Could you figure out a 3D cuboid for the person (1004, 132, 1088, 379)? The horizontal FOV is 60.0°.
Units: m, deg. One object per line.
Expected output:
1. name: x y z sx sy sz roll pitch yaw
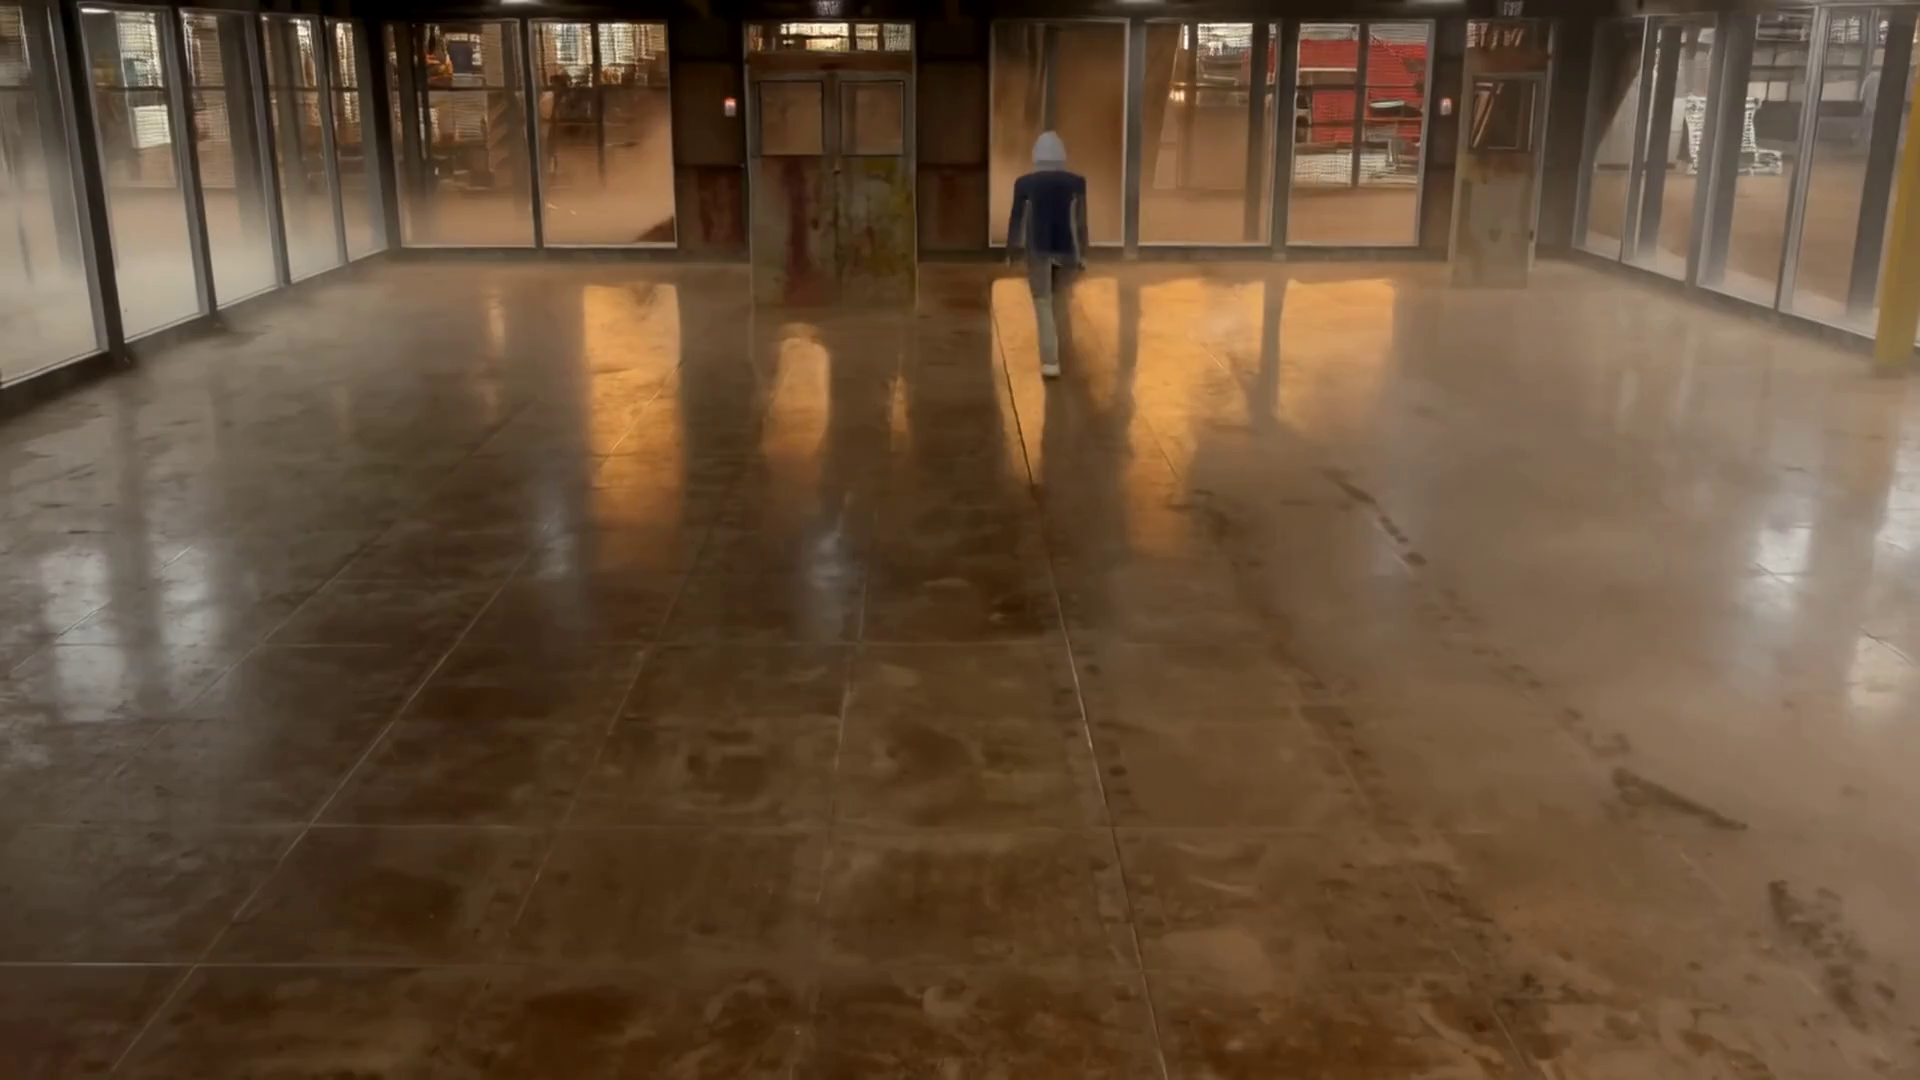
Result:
1. person: 0.568 -1.917 11.162 0.516 1.589 0.829 -4 17 -13
